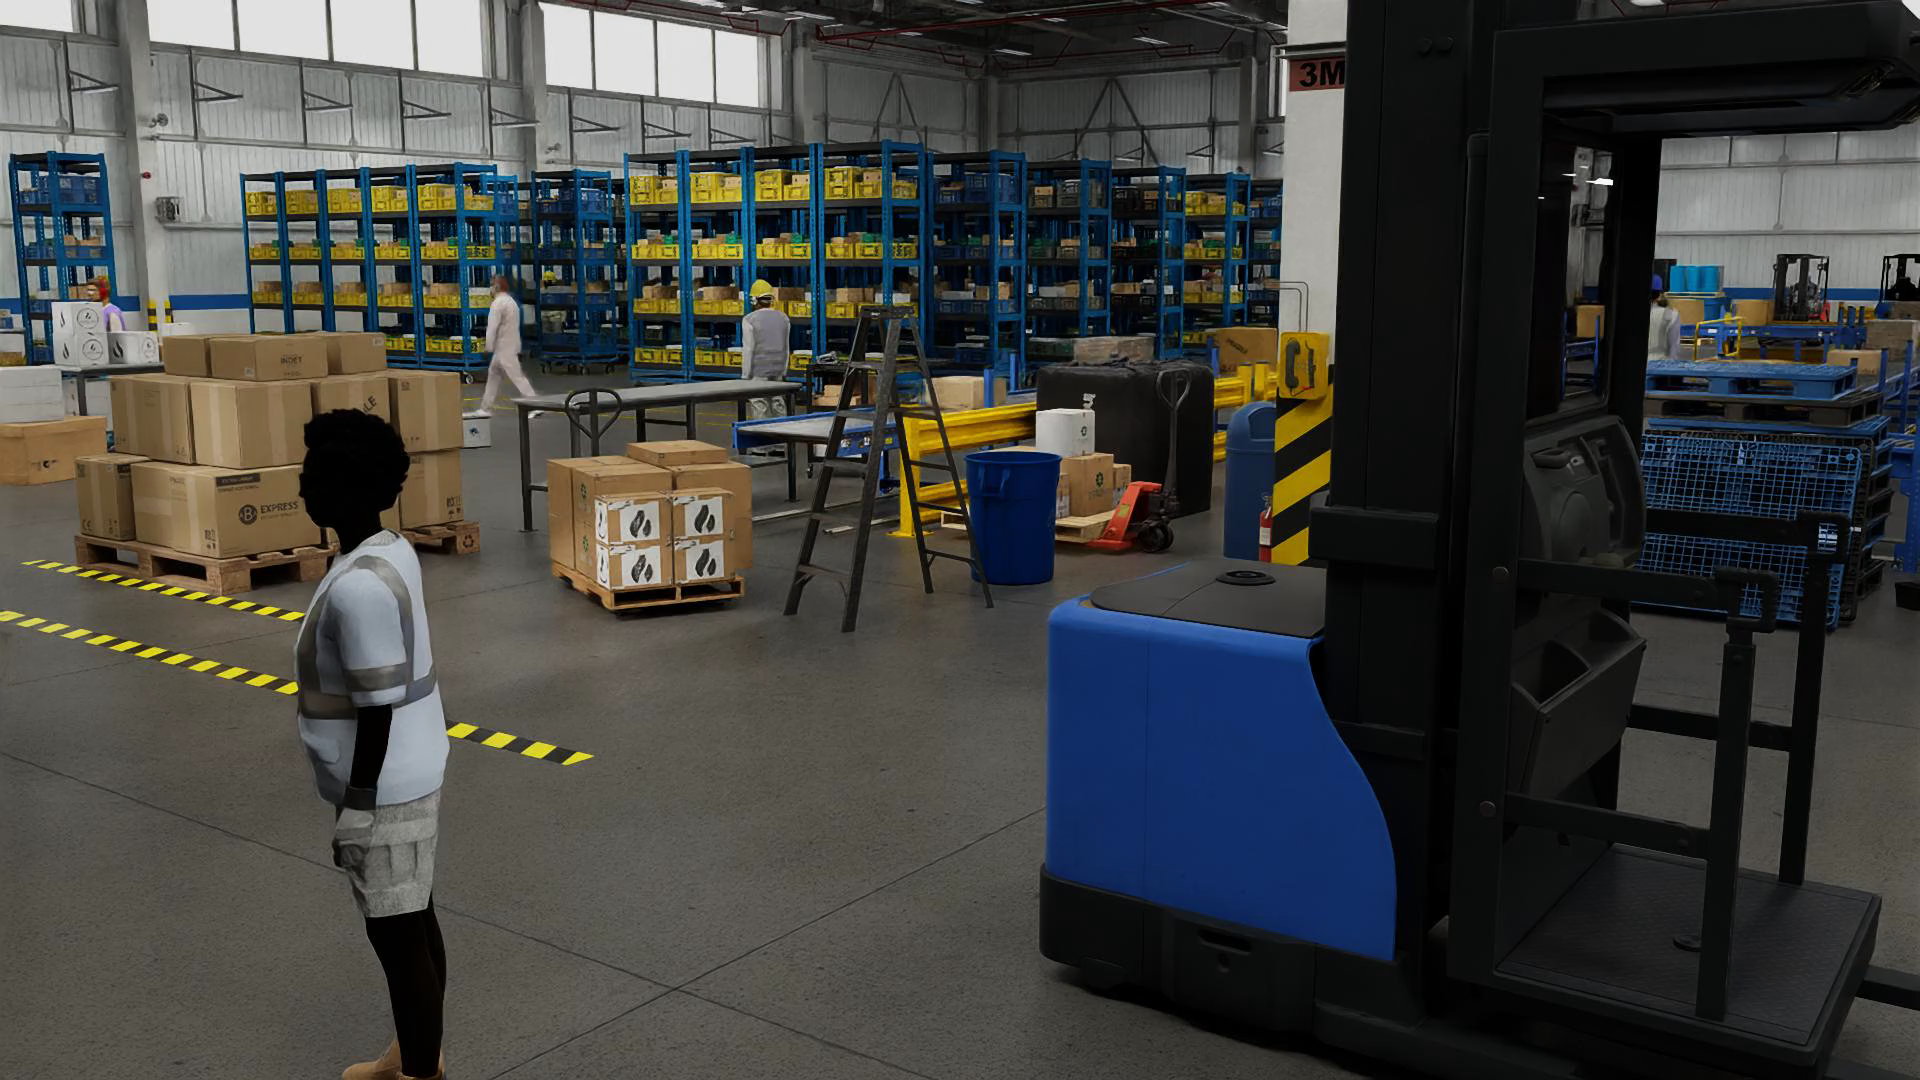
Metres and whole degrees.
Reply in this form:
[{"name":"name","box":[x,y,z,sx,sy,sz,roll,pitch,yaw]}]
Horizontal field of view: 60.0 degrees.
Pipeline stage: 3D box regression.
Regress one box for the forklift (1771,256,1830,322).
[{"name":"forklift","box":[20.253,-5.854,40.139,1.157,1.987,2.680,7,12,35]}]

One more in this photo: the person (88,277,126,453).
[{"name":"person","box":[-9.009,-1.853,17.650,0.388,1.848,0.564,-8,13,-41]}]

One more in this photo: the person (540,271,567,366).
[{"name":"person","box":[-7.875,-4.265,32.067,0.595,1.828,0.403,3,10,16]}]

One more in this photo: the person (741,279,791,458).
[{"name":"person","box":[-1.988,-1.707,16.817,0.403,1.834,0.589,9,13,44]}]

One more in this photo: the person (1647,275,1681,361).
[{"name":"person","box":[6.649,-1.609,16.092,0.632,1.880,0.999,6,11,33]}]

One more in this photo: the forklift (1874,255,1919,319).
[{"name":"forklift","box":[22.089,-5.634,38.796,1.157,1.987,2.680,6,11,33]}]

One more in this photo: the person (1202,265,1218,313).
[{"name":"person","box":[7.330,-7.117,48.557,0.622,1.993,0.382,9,13,42]}]

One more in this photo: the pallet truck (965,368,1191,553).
[{"name":"pallet truck","box":[0.845,-0.609,11.869,1.630,1.274,0.653,7,12,35]}]

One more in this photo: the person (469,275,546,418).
[{"name":"person","box":[-5.827,-2.476,21.380,1.028,1.860,0.634,0,10,-2]}]

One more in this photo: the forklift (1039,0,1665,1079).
[{"name":"forklift","box":[1.249,-0.137,4.360,1.873,2.768,1.129,7,12,35]}]

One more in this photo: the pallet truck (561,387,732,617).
[{"name":"pallet truck","box":[-1.981,-0.274,10.088,0.680,1.201,1.601,-5,11,-28]}]

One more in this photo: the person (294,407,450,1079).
[{"name":"person","box":[-1.335,0.547,3.802,0.320,1.698,0.531,-2,10,-13]}]
